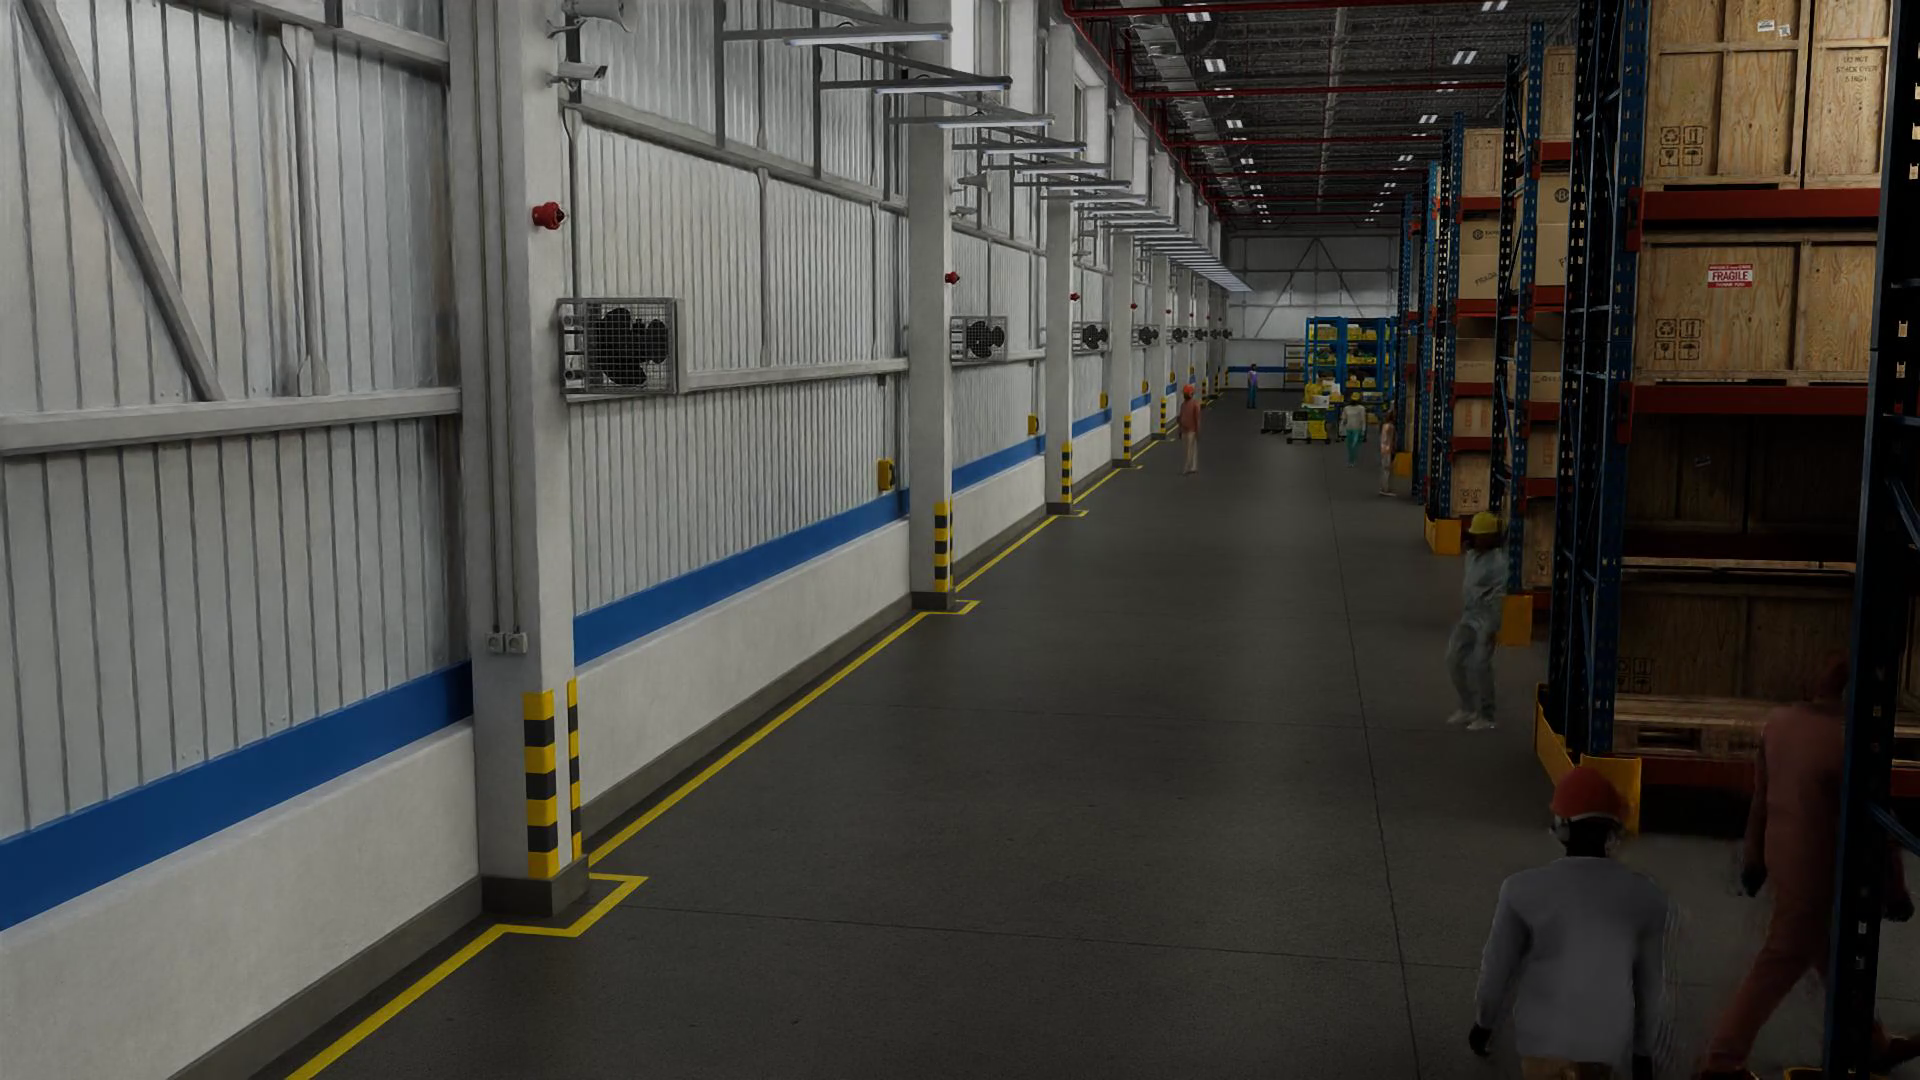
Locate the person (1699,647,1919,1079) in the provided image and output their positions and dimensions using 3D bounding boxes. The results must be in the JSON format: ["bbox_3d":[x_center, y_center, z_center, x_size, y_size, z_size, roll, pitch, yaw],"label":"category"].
[{"bbox_3d":[3.508,1.347,6.732,1.042,1.844,0.637,0,7,0],"label":"person"}]

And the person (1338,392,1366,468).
[{"bbox_3d":[8.959,-2.519,38.066,0.659,1.730,0.619,5,9,36],"label":"person"}]

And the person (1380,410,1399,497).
[{"bbox_3d":[8.120,-1.641,31.467,0.311,1.636,0.521,0,7,2],"label":"person"}]

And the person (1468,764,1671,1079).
[{"bbox_3d":[1.986,1.580,5.386,0.557,1.712,0.891,-1,7,-9],"label":"person"}]

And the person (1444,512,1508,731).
[{"bbox_3d":[4.003,0.635,12.903,0.467,1.717,0.524,-2,8,-19],"label":"person"}]

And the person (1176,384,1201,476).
[{"bbox_3d":[4.937,-2.379,35.948,0.396,1.992,0.623,-4,8,-30],"label":"person"}]

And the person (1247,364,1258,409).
[{"bbox_3d":[11.855,-6.232,67.463,0.565,1.832,0.376,-6,10,-42],"label":"person"}]
